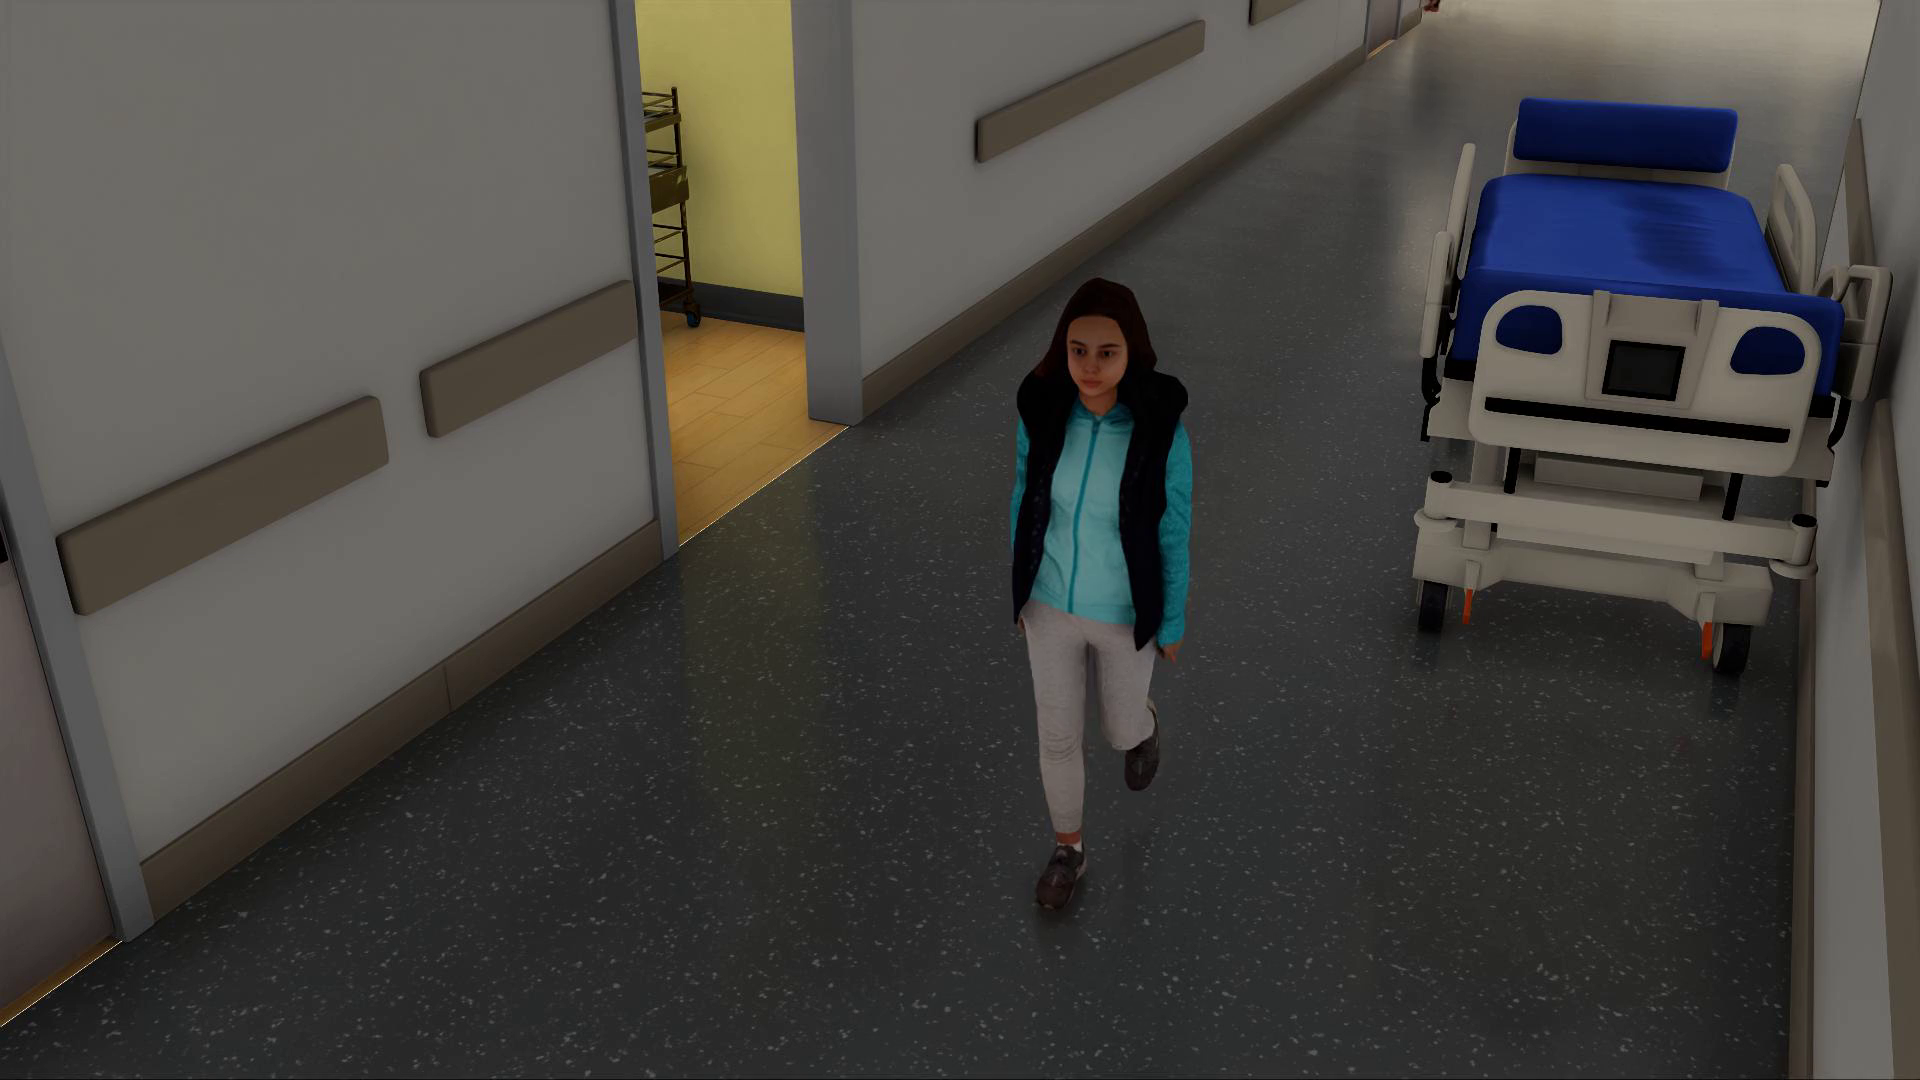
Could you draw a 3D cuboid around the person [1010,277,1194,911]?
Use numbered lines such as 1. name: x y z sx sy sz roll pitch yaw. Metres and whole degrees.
1. person: 0.328 0.105 3.811 0.796 1.482 0.675 9 27 18
